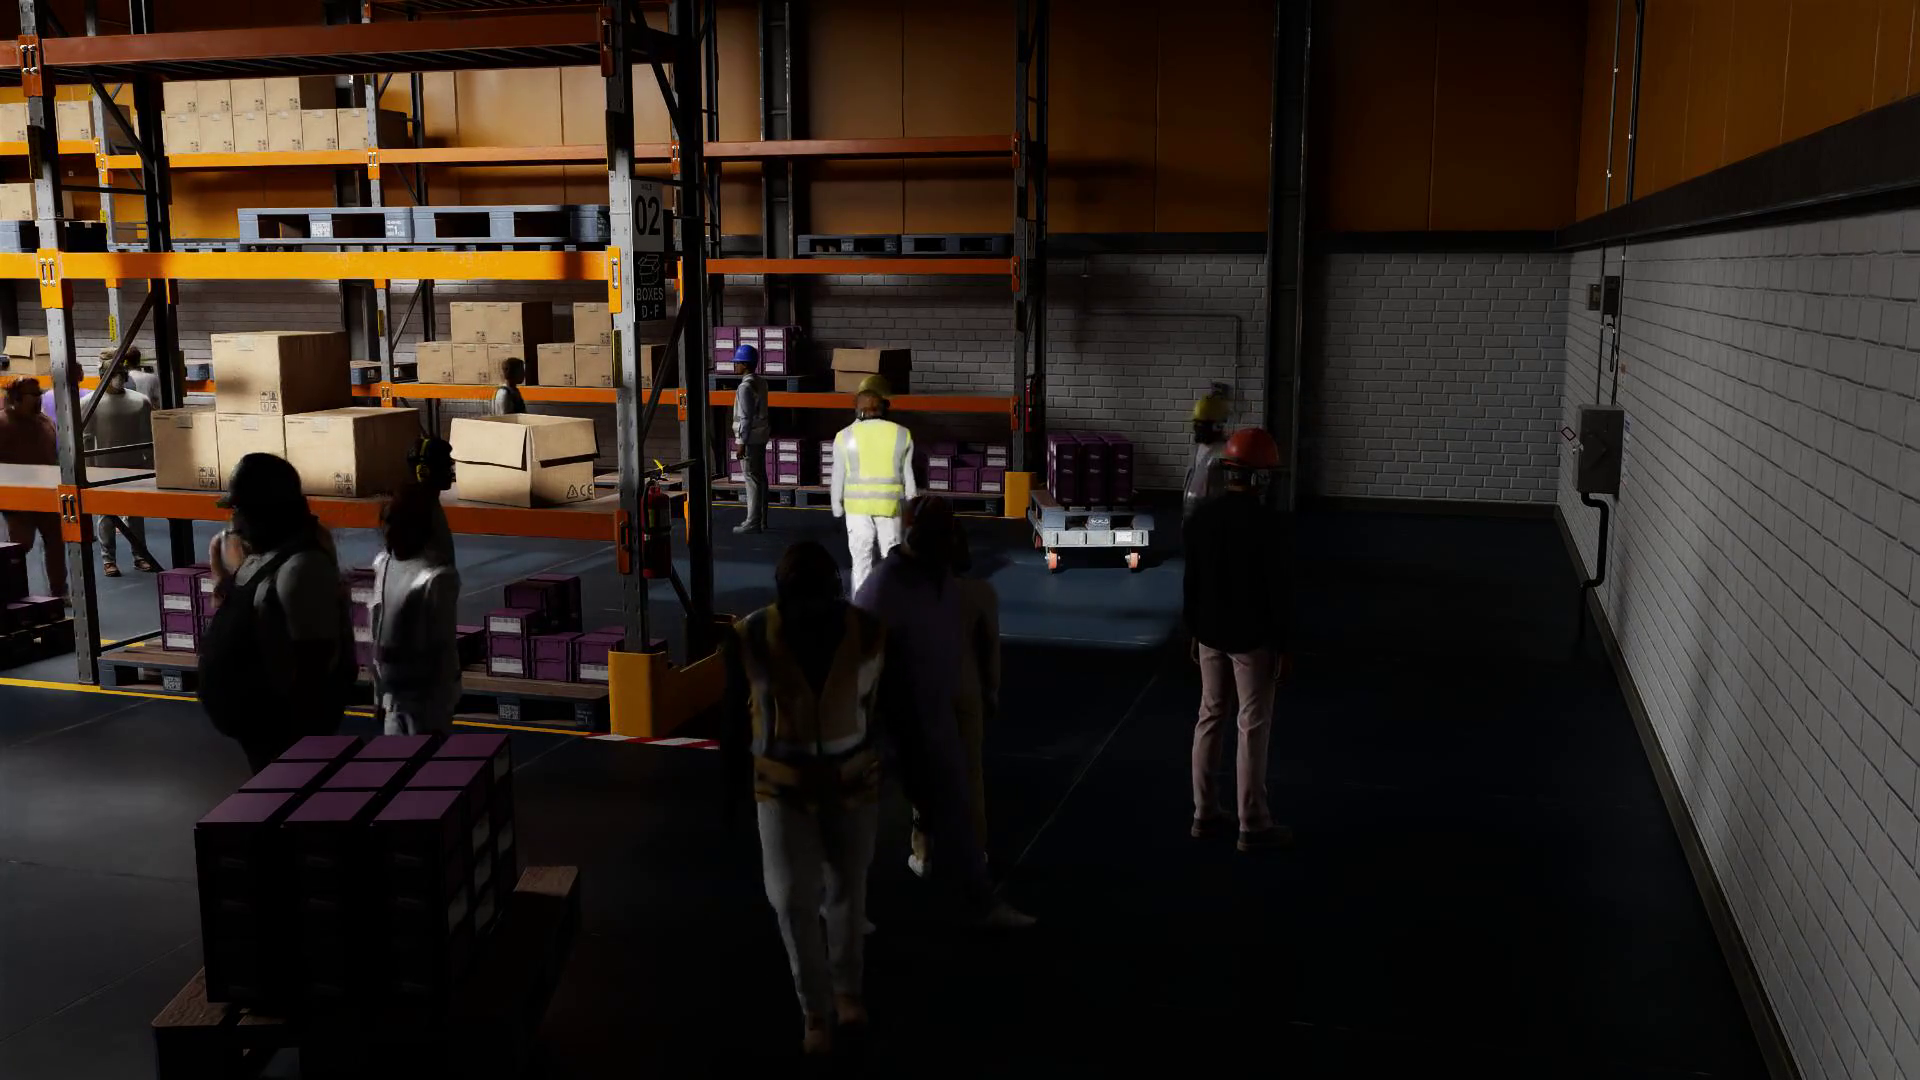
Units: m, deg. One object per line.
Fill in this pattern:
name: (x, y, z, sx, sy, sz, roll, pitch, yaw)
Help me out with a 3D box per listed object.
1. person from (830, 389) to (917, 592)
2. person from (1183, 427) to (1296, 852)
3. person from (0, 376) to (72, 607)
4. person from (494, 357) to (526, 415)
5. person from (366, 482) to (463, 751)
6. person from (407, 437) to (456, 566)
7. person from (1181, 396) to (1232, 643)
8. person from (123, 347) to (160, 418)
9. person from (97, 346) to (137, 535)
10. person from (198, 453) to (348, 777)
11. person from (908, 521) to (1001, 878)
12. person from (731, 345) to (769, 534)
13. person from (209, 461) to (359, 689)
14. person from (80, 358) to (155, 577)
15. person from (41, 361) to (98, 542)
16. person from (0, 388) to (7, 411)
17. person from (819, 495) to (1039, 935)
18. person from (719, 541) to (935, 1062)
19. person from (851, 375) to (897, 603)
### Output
person: (-0.658, -0.231, 12.650, 0.673, 1.817, 0.430, -2, 9, -10)
person: (1.339, 0.462, 7.885, 0.396, 1.993, 0.617, -8, 12, -40)
person: (-7.504, -0.381, 13.358, 0.749, 1.883, 0.650, 3, 10, 20)
person: (-4.493, -0.952, 17.006, 0.597, 1.827, 0.551, 0, 9, 2)
person: (-2.251, 0.689, 6.915, 0.338, 1.872, 0.624, -9, 13, -42)
person: (-2.736, 0.393, 8.690, 0.312, 1.869, 0.538, -2, 9, -10)
person: (1.764, -0.133, 12.035, 0.497, 1.819, 0.619, -3, 10, -18)
person: (-9.549, -1.306, 19.151, 0.913, 1.830, 0.554, 5, 11, 30)
person: (-8.632, -1.021, 17.098, 0.372, 1.940, 0.630, -2, 10, -14)
person: (-2.691, 0.663, 6.526, 0.535, 2.000, 0.704, -6, 11, -32)
person: (-0.071, 0.707, 7.489, 0.507, 1.631, 0.266, -1, 9, -5)
person: (-2.158, -1.038, 17.172, 0.387, 1.948, 0.601, 2, 9, 10)
person: (-3.158, 0.550, 7.698, 0.612, 1.873, 0.742, 1, 9, 7)
person: (-7.495, -0.652, 14.850, 0.372, 1.940, 0.630, 8, 13, 42)
person: (-8.739, -0.869, 16.499, 0.583, 1.830, 0.499, 0, 9, -1)
person: (-11.106, -1.197, 19.118, 0.417, 1.622, 0.523, 2, 10, 13)
person: (-0.157, 0.732, 6.728, 0.979, 1.844, 0.692, 6, 11, 30)
person: (-0.456, 0.895, 5.786, 0.751, 1.809, 0.647, -2, 9, -10)
person: (-0.670, -0.309, 12.791, 0.382, 1.924, 0.594, 1, 9, 5)
